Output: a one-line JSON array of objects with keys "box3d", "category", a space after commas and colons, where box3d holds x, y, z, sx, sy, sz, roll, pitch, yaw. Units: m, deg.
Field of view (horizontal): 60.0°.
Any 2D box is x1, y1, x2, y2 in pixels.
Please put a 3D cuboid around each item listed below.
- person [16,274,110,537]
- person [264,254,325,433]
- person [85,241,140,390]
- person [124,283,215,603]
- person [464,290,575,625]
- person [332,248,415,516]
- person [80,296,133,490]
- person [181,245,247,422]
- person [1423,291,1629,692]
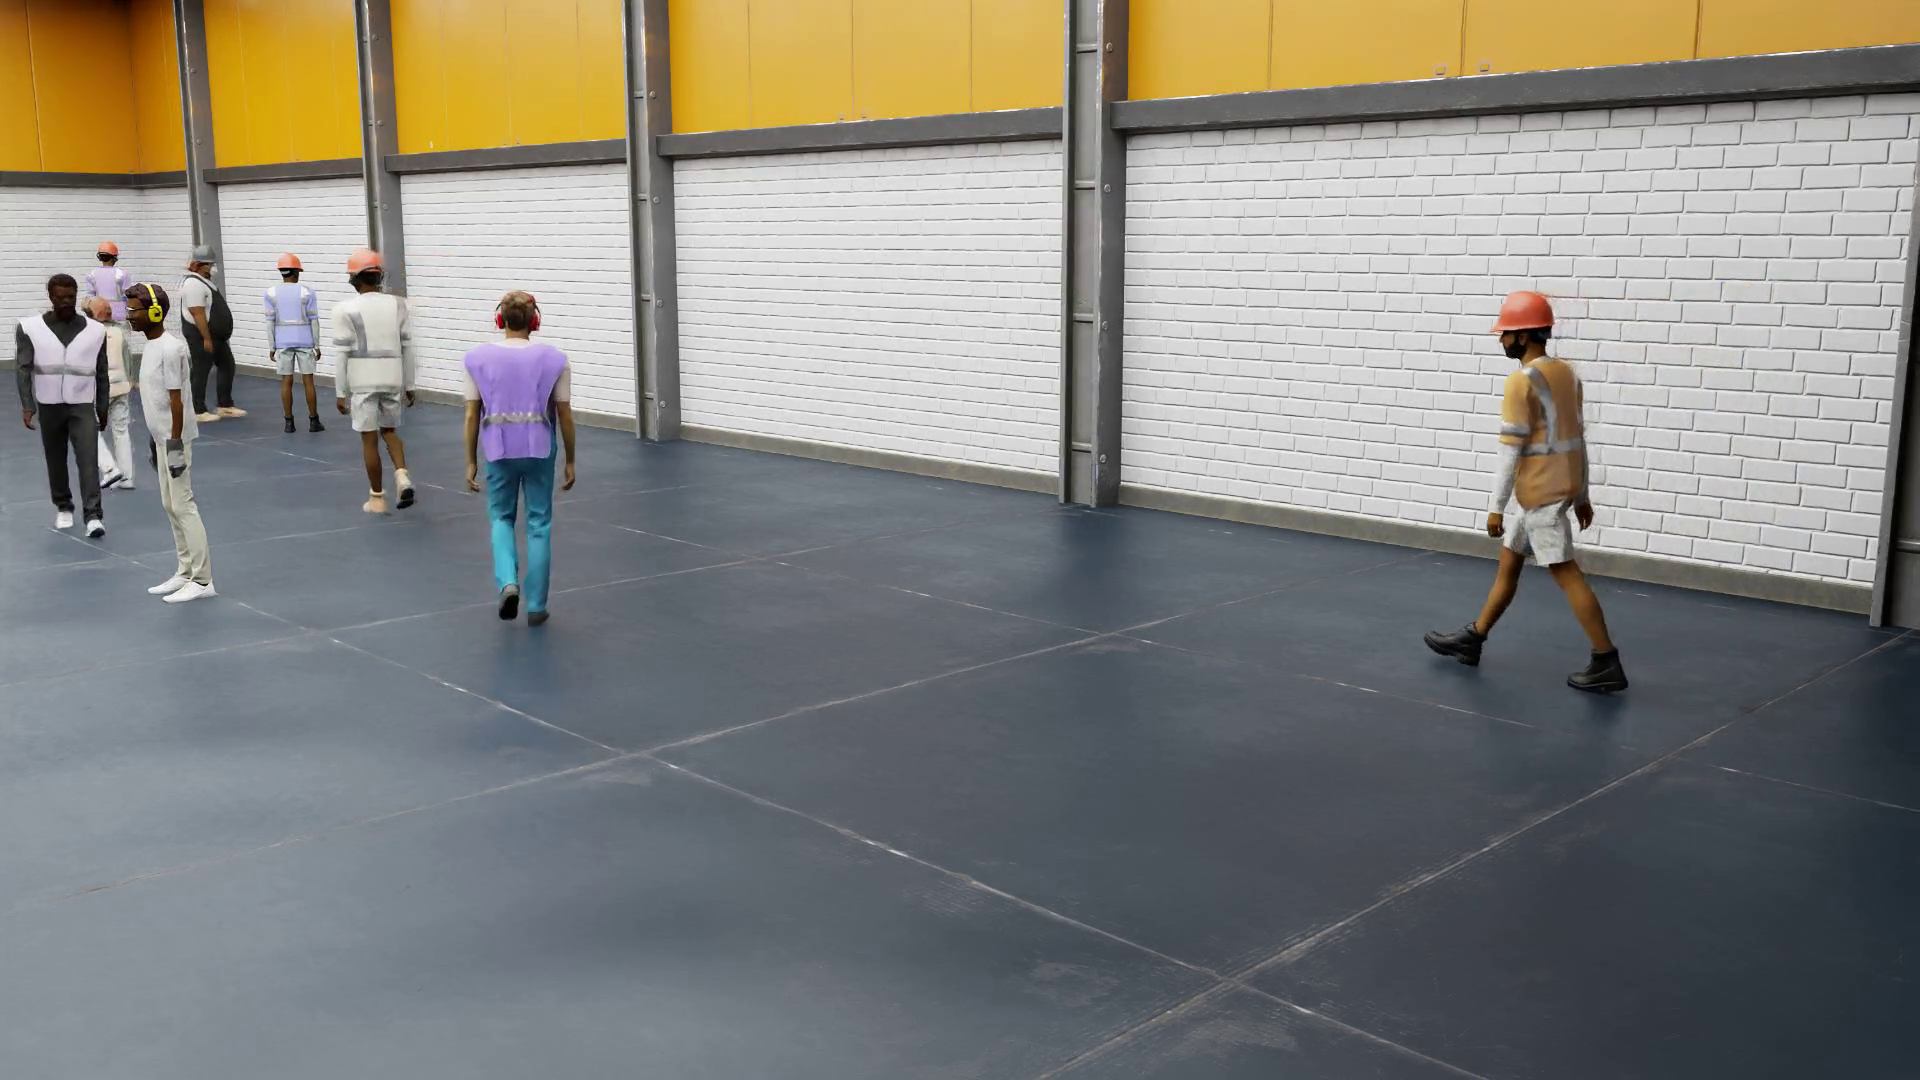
[{"box3d": [-6.372, -0.957, 11.875, 0.601, 1.861, 1.033, -7, 12, -33], "category": "person"}, {"box3d": [-7.211, -2.124, 18.026, 0.543, 1.932, 0.376, -2, 11, -12], "category": "person"}, {"box3d": [-11.661, -3.076, 22.910, 0.605, 2.044, 0.375, -1, 10, -7], "category": "person"}, {"box3d": [-4.642, -0.566, 9.742, 0.329, 1.861, 0.506, -8, 13, -38], "category": "person"}, {"box3d": [-2.394, -0.438, 9.086, 0.596, 1.832, 0.442, -2, 11, -11], "category": "person"}, {"box3d": [-4.436, -1.181, 12.601, 0.447, 2.033, 0.629, 10, 14, 44], "category": "person"}, {"box3d": [-7.142, -1.215, 13.900, 0.383, 1.624, 0.539, 4, 11, 21], "category": "person"}, {"box3d": [-8.550, -2.373, 19.083, 0.725, 2.000, 0.714, -2, 11, -13], "category": "person"}, {"box3d": [2.750, -0.237, 7.902, 1.062, 1.868, 0.552, 10, 14, 42], "category": "person"}]
